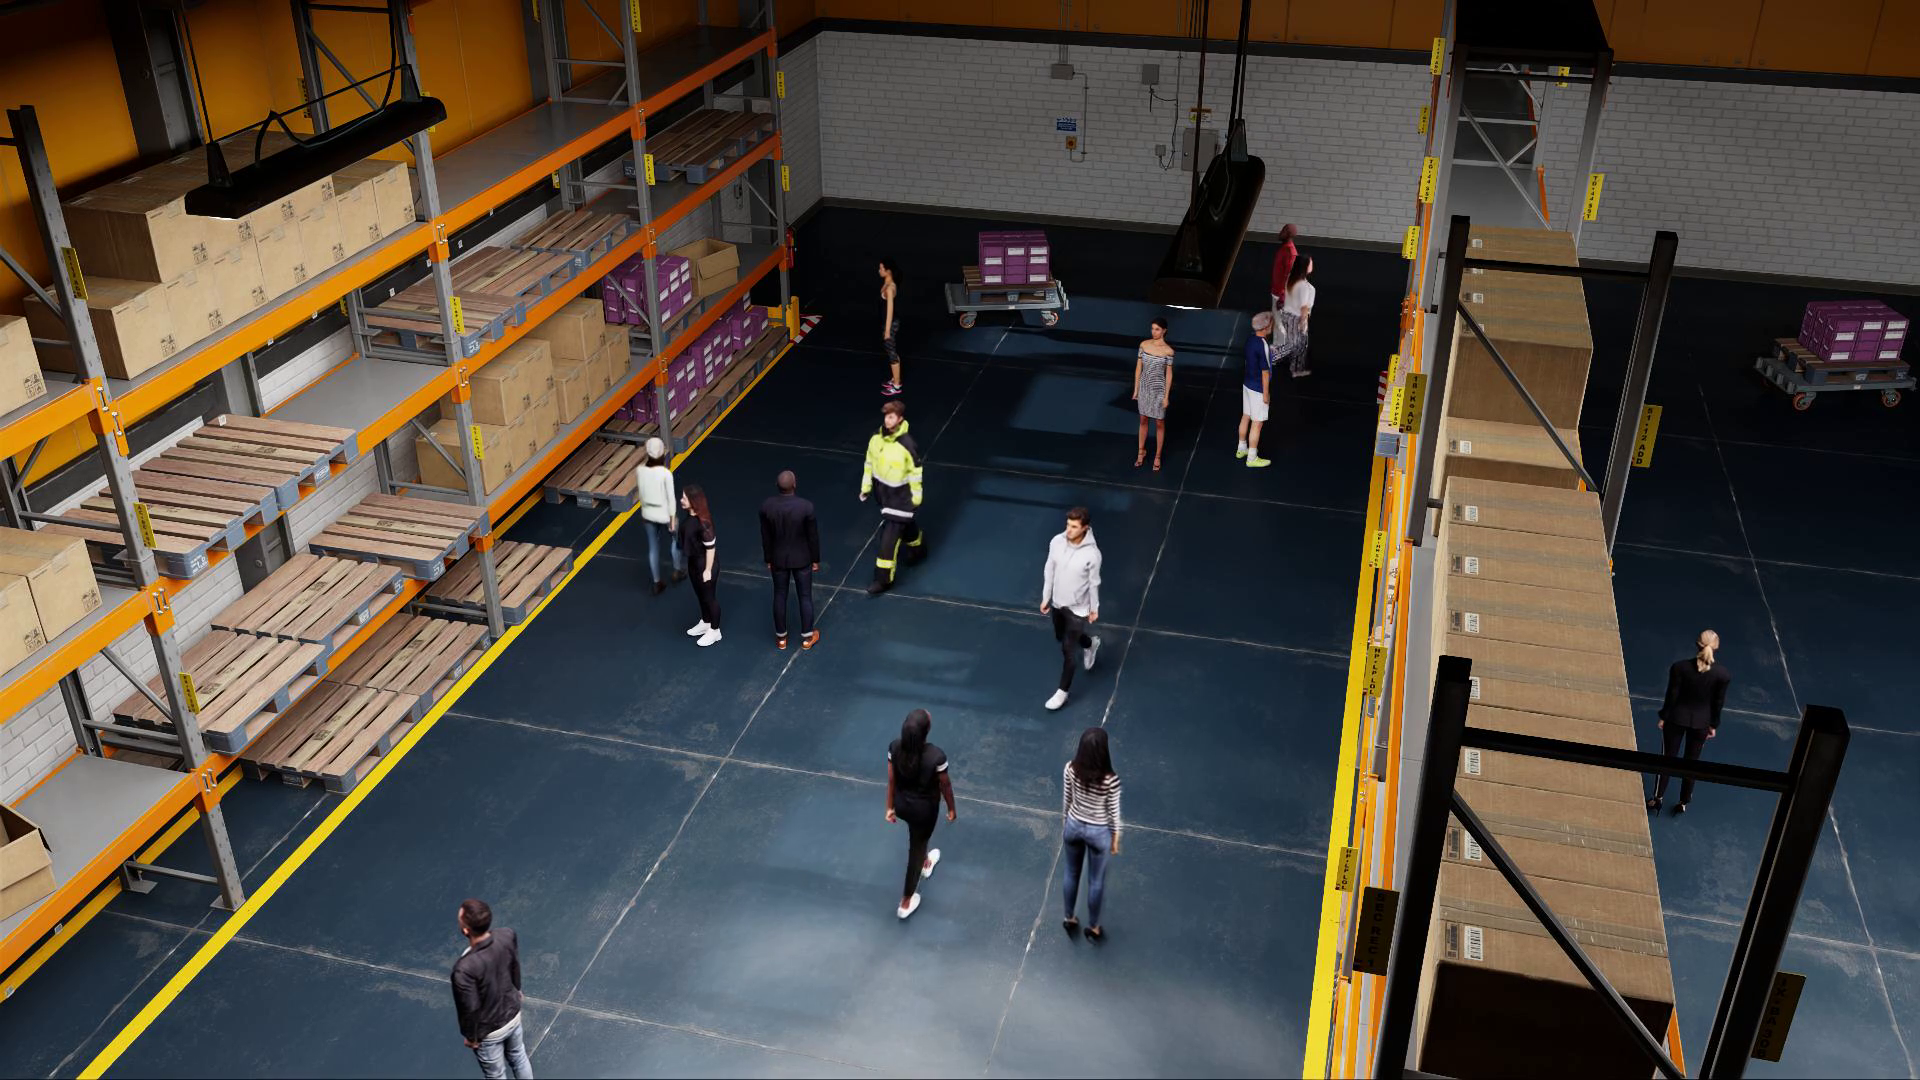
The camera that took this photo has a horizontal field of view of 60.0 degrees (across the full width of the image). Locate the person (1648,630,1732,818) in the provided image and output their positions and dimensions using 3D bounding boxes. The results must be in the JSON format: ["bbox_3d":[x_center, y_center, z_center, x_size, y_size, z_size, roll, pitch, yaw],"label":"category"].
[{"bbox_3d":[5.739,1.454,13.121,0.609,1.707,0.521,8,30,14],"label":"person"}]

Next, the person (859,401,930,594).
[{"bbox_3d":[-0.580,-0.501,16.469,1.159,1.933,1.386,24,36,36],"label":"person"}]

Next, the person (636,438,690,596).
[{"bbox_3d":[-2.986,-0.211,16.251,0.581,1.632,0.680,7,29,12],"label":"person"}]

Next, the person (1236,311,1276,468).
[{"bbox_3d":[3.358,-1.730,18.821,0.782,1.838,0.674,-8,30,-14],"label":"person"}]

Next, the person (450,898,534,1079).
[{"bbox_3d":[-2.864,2.952,10.241,0.750,1.836,0.529,12,31,21],"label":"person"}]

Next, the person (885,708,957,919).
[{"bbox_3d":[-0.345,2.017,12.097,0.721,1.700,1.020,12,31,22],"label":"person"}]

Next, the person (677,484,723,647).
[{"bbox_3d":[-2.402,0.213,15.467,0.769,1.639,0.711,-16,32,-27],"label":"person"}]

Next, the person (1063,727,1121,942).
[{"bbox_3d":[0.905,2.104,11.839,0.597,1.793,0.545,12,31,21],"label":"person"}]

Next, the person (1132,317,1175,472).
[{"bbox_3d":[2.179,-1.647,18.686,0.651,1.822,0.620,16,32,27],"label":"person"}]

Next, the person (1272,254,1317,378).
[{"bbox_3d":[4.163,-2.787,20.947,0.986,1.659,1.037,-5,29,-9],"label":"person"}]

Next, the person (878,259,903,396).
[{"bbox_3d":[-0.857,-2.664,20.652,0.690,1.724,0.569,-2,29,-4],"label":"person"}]

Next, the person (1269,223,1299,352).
[{"bbox_3d":[4.195,-3.244,21.615,0.777,1.820,0.609,0,29,1],"label":"person"}]

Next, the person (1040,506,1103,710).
[{"bbox_3d":[1.027,0.514,14.637,0.982,1.906,1.254,20,34,32],"label":"person"}]

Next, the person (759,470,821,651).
[{"bbox_3d":[-1.562,0.184,15.333,0.731,1.819,0.659,2,29,4],"label":"person"}]
